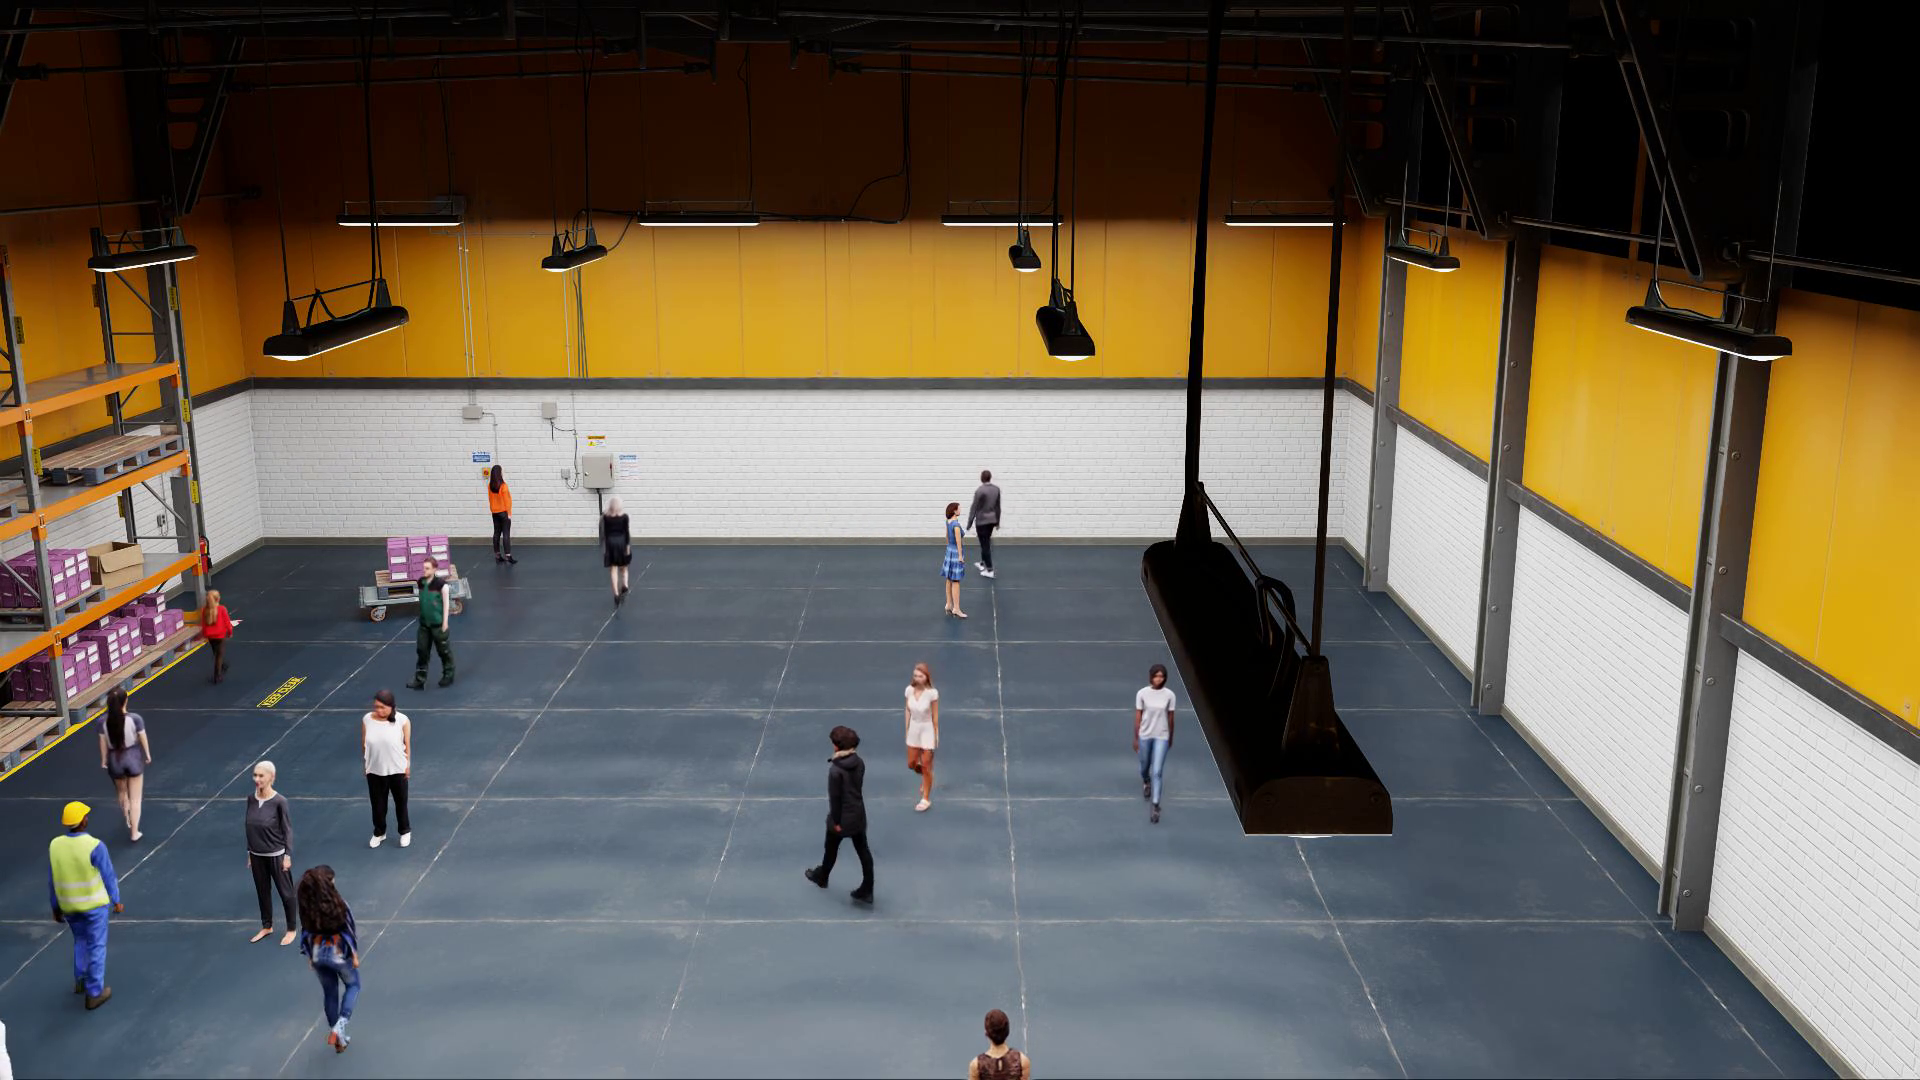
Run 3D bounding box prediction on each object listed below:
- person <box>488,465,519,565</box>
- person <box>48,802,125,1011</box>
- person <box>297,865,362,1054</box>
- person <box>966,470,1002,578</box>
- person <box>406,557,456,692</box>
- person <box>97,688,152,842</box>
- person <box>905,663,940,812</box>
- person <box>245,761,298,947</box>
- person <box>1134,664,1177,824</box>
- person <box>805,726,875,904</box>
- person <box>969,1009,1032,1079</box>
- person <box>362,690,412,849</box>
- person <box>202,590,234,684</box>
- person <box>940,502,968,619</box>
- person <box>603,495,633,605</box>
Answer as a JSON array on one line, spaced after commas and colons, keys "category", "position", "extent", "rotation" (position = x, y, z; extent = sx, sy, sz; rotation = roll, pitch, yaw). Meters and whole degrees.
[{"category": "person", "position": [-7.972, -0.453, 28.869], "extent": [0.708, 1.749, 0.731], "rotation": [9, 16, 33]}, {"category": "person", "position": [-7.446, 3.108, 14.052], "extent": [0.672, 1.801, 0.640], "rotation": [0, 14, 2]}, {"category": "person", "position": [-5.047, 3.386, 13.313], "extent": [0.634, 1.609, 0.626], "rotation": [1, 14, 3]}, {"category": "person", "position": [0.463, -0.263, 27.972], "extent": [1.003, 1.801, 1.074], "rotation": [-11, 17, -38]}, {"category": "person", "position": [-7.002, 1.100, 22.322], "extent": [0.891, 1.812, 1.095], "rotation": [5, 15, 20]}, {"category": "person", "position": [-8.761, 2.380, 17.425], "extent": [0.707, 1.629, 0.884], "rotation": [-3, 14, -12]}, {"category": "person", "position": [-0.363, 2.130, 18.347], "extent": [0.731, 1.680, 0.848], "rotation": [6, 15, 23]}, {"category": "person", "position": [-6.337, 2.852, 15.272], "extent": [0.641, 1.724, 0.586], "rotation": [3, 14, 11]}, {"category": "person", "position": [2.106, 2.167, 18.170], "extent": [0.722, 1.692, 1.111], "rotation": [2, 14, 10]}, {"category": "person", "position": [-1.019, 2.679, 15.980], "extent": [1.133, 1.727, 1.104], "rotation": [12, 18, 40]}, {"category": "person", "position": [0.262, 3.922, 11.004], "extent": [0.645, 1.653, 0.948], "rotation": [-1, 14, -5]}, {"category": "person", "position": [-5.978, 2.364, 17.358], "extent": [0.640, 1.692, 0.585], "rotation": [0, 14, -1]}, {"category": "person", "position": [-10.113, 1.324, 22.568], "extent": [0.516, 1.261, 0.819], "rotation": [0, 14, 1]}, {"category": "person", "position": [-0.077, 0.298, 25.647], "extent": [0.806, 1.806, 0.658], "rotation": [-6, 15, -23]}, {"category": "person", "position": [-5.443, 0.192, 26.320], "extent": [0.636, 1.694, 1.162], "rotation": [-1, 14, -5]}]
